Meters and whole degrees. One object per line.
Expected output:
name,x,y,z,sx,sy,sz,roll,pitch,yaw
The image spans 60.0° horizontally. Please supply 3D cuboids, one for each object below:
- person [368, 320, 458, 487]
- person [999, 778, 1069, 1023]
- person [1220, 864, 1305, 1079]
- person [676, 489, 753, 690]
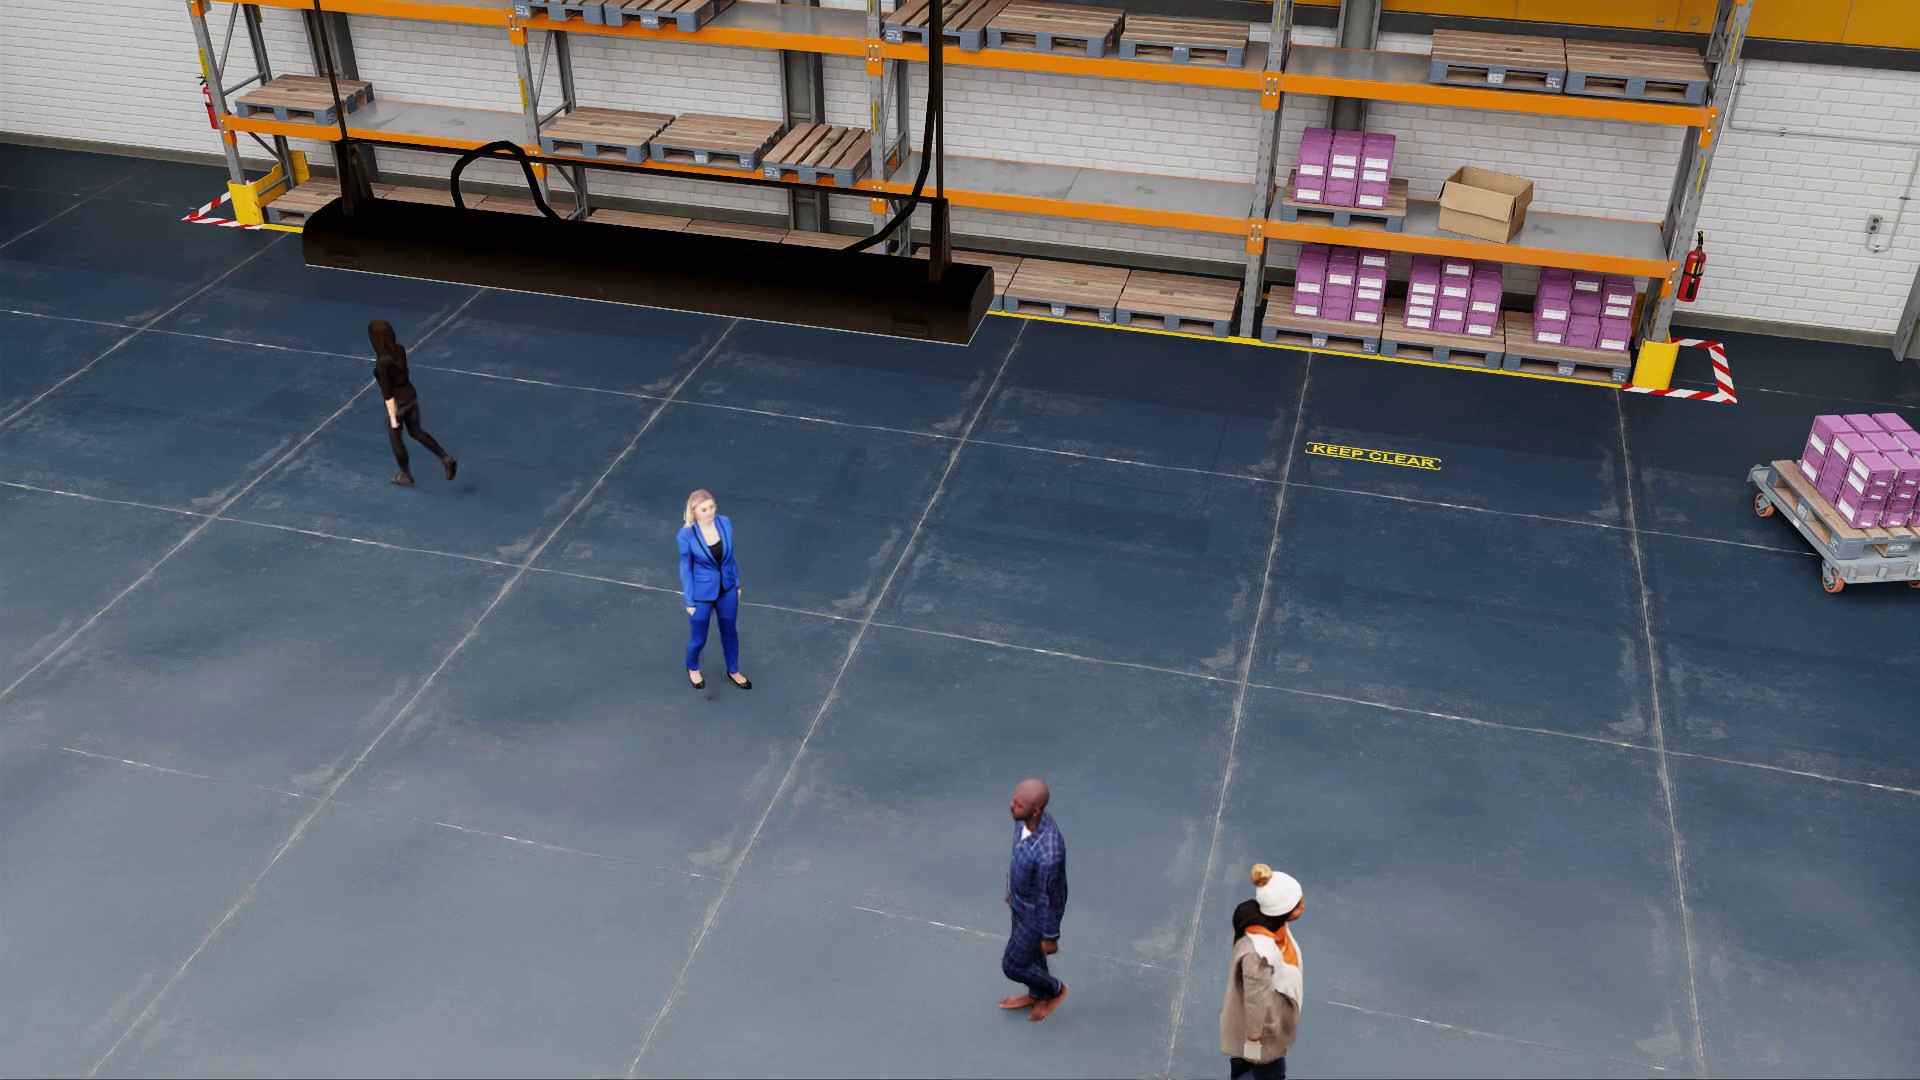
person,-4.810,-1.170,14.532,0.922,1.625,0.614,11,35,16
person,0.502,2.062,9.507,0.842,1.805,0.814,-8,35,-13
person,1.498,2.453,8.848,0.757,1.885,0.748,5,34,8
person,-1.843,0.357,12.149,0.802,1.721,0.864,-26,41,-33
